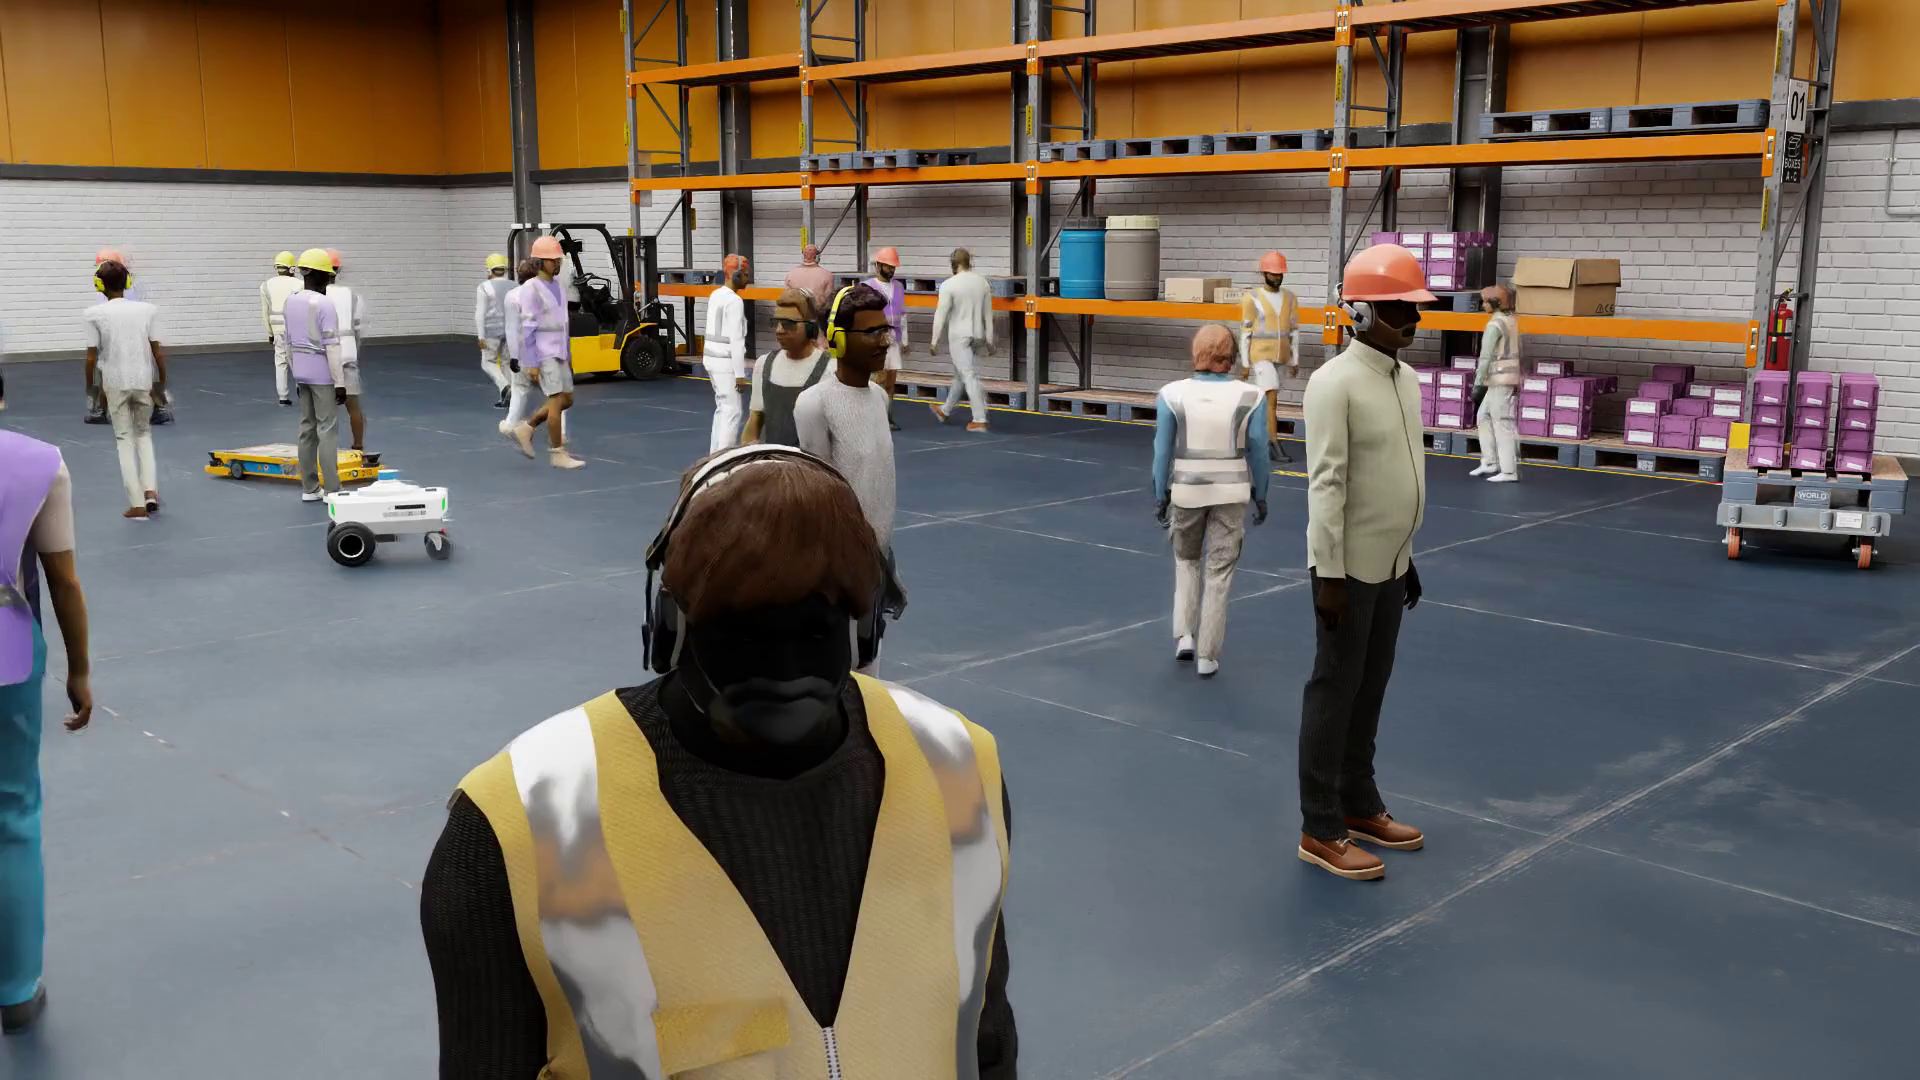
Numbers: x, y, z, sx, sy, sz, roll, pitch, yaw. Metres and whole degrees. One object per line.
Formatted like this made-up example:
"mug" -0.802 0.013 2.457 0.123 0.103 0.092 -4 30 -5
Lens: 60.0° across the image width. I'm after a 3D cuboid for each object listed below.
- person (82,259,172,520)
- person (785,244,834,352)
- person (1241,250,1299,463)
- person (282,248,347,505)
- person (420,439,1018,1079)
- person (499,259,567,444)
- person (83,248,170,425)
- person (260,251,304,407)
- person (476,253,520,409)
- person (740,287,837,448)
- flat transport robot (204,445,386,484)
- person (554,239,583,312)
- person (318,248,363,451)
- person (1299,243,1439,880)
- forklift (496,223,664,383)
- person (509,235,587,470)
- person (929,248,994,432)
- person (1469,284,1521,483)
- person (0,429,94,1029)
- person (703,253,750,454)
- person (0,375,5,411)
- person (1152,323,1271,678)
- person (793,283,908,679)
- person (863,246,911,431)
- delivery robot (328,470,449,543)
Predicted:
"person" -5.955 -1.068 11.883 0.493 1.852 0.560 10 14 44
"person" -1.834 -2.711 20.694 0.652 1.906 0.404 2 11 12
"person" 2.785 -1.686 15.157 0.558 1.898 0.963 -4 11 -20
"person" -4.828 -1.225 12.547 0.585 1.922 0.377 7 13 34
"person" -0.191 0.816 1.660 0.619 1.838 0.430 -6 12 -29
"person" -4.192 -1.843 16.286 0.651 1.785 0.996 -9 14 -42
"person" -8.923 -2.151 17.722 1.007 1.893 0.552 3 11 16
"person" -7.891 -2.475 19.607 0.590 1.833 0.404 1 10 3
"person" -5.282 -2.390 19.185 0.542 1.821 0.594 10 14 43
"person" -0.748 -0.242 7.559 0.532 1.792 0.986 7 13 35
"flat transport robot" -5.564 -0.646 13.898 1.431 0.197 0.652 6 12 28
"person" -6.348 -3.868 26.843 0.611 1.964 0.362 1 10 4
"person" -5.576 -1.604 14.668 0.929 1.895 0.567 9 14 39
"person" 1.305 0.064 5.323 0.382 1.995 0.612 8 13 38
"forklift" -5.316 -3.263 22.920 2.313 2.155 1.214 -10 14 -44
"person" -3.602 -1.612 14.390 0.693 2.022 0.620 3 11 17
"person" -0.030 -2.087 17.350 0.648 1.879 1.037 -10 14 -42
"person" 4.364 -1.275 13.621 0.562 1.616 0.534 7 13 34
"person" -2.501 0.355 4.176 0.577 1.829 0.443 -6 12 -29
"person" -1.909 -1.420 13.745 0.398 1.871 0.594 -5 11 -24
"person" -11.260 -2.293 19.004 0.557 1.677 0.526 9 14 40
"person" 1.162 -0.183 7.667 0.530 1.620 0.429 3 11 16
"person" -0.332 0.111 5.404 0.328 1.873 0.517 5 11 24
"person" -0.791 -2.073 17.214 0.541 1.911 0.473 -9 14 -39
"delivery robot" -3.576 -0.197 10.415 0.707 0.478 0.477 -4 11 -20
